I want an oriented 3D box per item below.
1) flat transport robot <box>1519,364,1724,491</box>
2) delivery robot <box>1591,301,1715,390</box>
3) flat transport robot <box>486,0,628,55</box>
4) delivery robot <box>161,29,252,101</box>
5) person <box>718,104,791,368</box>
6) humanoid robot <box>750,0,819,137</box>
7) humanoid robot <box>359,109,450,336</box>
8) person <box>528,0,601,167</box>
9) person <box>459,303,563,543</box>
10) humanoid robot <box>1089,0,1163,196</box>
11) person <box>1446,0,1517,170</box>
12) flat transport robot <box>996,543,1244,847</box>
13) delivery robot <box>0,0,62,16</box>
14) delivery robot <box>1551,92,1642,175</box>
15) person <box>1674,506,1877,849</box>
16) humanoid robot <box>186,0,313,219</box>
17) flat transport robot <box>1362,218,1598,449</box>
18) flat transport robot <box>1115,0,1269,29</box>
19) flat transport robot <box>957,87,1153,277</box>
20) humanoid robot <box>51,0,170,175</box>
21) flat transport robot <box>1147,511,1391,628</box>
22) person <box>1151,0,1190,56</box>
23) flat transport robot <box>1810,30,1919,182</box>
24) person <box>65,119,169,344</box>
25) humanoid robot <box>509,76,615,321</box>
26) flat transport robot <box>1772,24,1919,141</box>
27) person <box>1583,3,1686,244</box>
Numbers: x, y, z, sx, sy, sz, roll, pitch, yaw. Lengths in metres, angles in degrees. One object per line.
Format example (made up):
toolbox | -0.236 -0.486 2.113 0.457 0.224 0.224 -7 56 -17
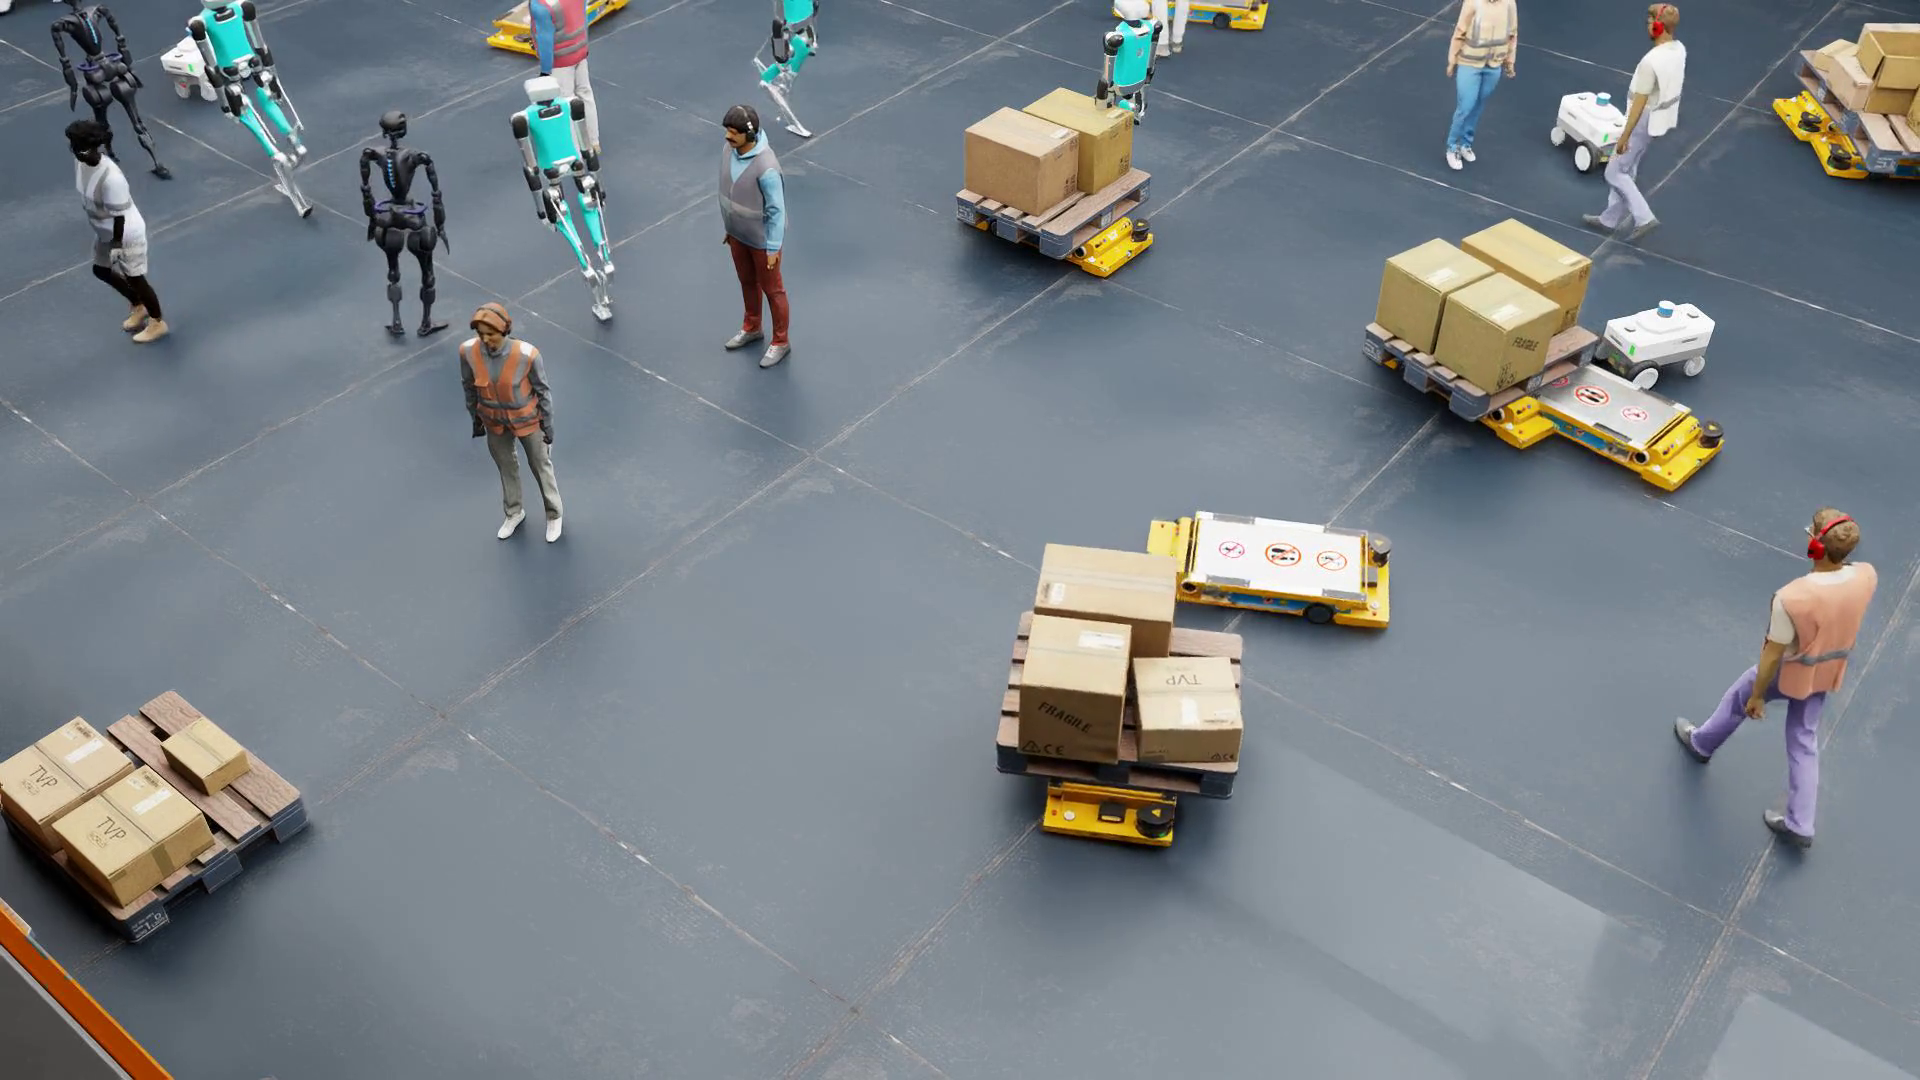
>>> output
flat transport robot | 4.260 -0.842 11.068 0.659 0.231 1.431 -32 50 -32
delivery robot | 4.782 -1.374 11.457 0.747 0.572 0.499 -13 42 -15
flat transport robot | -3.873 -5.055 16.025 0.659 0.231 1.431 16 43 18
delivery robot | -6.770 -4.312 14.944 0.525 0.613 0.784 11 42 13
person | -1.385 -2.073 11.274 0.534 1.879 0.410 30 49 31
humanoid robot | -1.526 -4.130 13.878 0.786 1.867 0.577 24 46 26
humanoid robot | -3.871 -2.174 11.548 0.597 1.638 0.420 1 40 1
person | -3.225 -3.922 13.478 0.429 1.842 0.633 16 43 18
person | -2.640 -0.689 9.830 0.522 1.637 0.304 5 41 6
humanoid robot | 1.133 -3.437 12.888 0.533 1.672 0.735 -27 47 -28
person | 4.245 -3.848 13.480 0.524 1.712 0.573 -8 41 -9
flat transport robot | 0.857 1.005 8.896 0.659 0.231 1.431 6 41 7
delivery robot | -9.312 -5.526 16.373 0.804 0.614 0.499 -21 45 -23
delivery robot | 5.318 -3.426 13.888 0.499 0.595 0.781 -11 42 -13
person | 4.106 0.652 8.141 0.572 1.782 0.949 -9 41 -10
humanoid robot | -5.385 -3.343 12.935 0.840 1.850 0.562 31 49 31
flat transport robot | 3.534 -1.147 11.427 0.659 0.231 1.431 -24 46 -26
flat transport robot | 2.278 -5.261 16.267 1.431 0.231 0.659 9 41 10
flat transport robot | 0.735 -2.484 13.000 1.431 0.231 0.659 27 47 28
humanoid robot | -6.910 -3.727 13.411 0.783 1.624 0.596 27 47 28
flat transport robot | 1.822 0.164 9.885 1.431 0.231 0.659 7 41 8
person | 2.003 -5.338 15.140 0.694 1.854 0.471 -17 43 -19
flat transport robot | 7.918 -3.212 13.856 1.431 0.231 0.659 6 41 6
person | -5.847 -2.105 11.458 0.557 1.681 0.423 30 49 30
humanoid robot | -2.666 -2.284 11.642 0.556 1.778 0.804 -23 45 -25
flat transport robot | 7.892 -3.679 14.406 1.431 0.231 0.659 0 40 0
person | 5.192 -3.101 12.536 0.557 1.819 0.612 31 49 32
